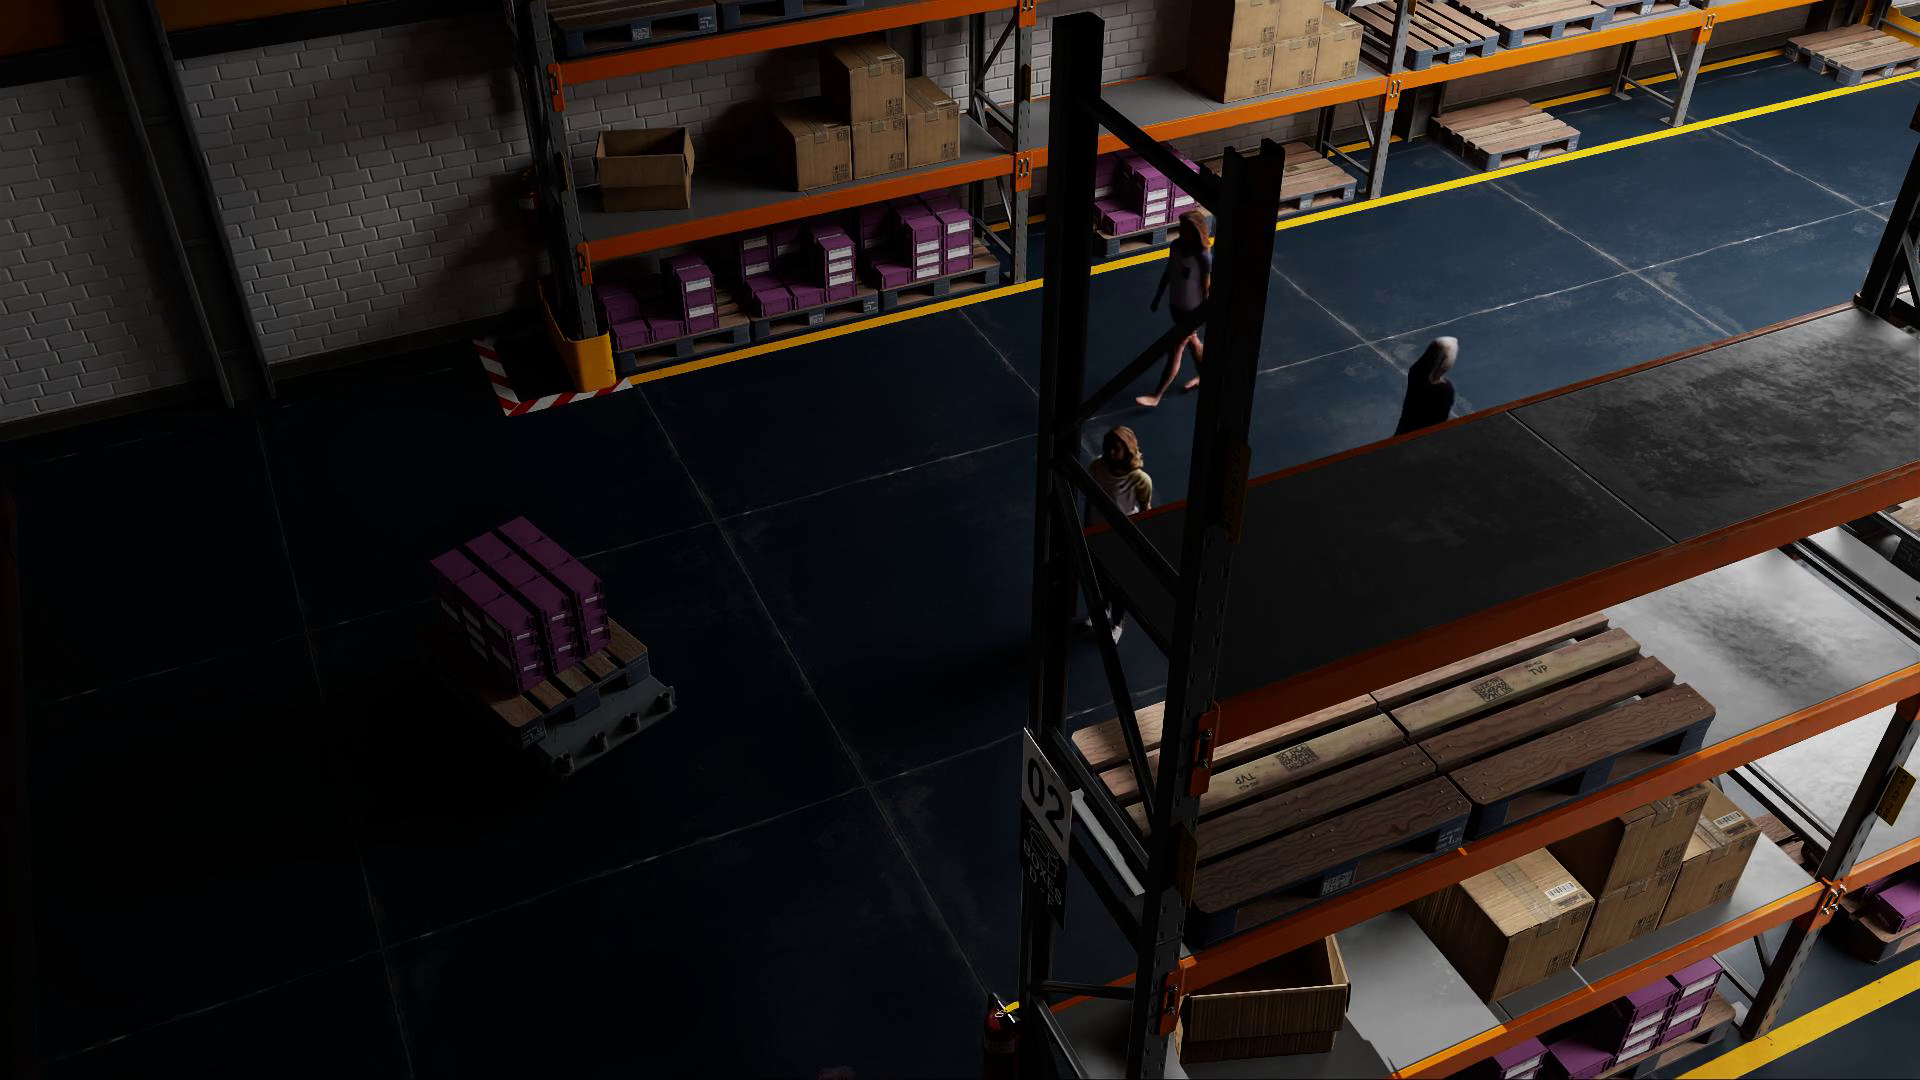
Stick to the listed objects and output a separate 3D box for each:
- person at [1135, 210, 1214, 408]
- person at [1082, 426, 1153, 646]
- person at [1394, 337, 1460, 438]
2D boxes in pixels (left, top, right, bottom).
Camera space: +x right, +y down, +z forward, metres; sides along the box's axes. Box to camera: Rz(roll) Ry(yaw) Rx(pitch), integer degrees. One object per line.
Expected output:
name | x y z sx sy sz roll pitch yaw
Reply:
person | 1.907 -1.895 13.477 1.019 1.675 0.643 -19 42 -22
person | 1.047 -0.065 11.148 0.756 1.722 0.785 25 45 28
person | 3.220 -0.663 11.886 0.845 1.735 0.652 -23 44 -26
